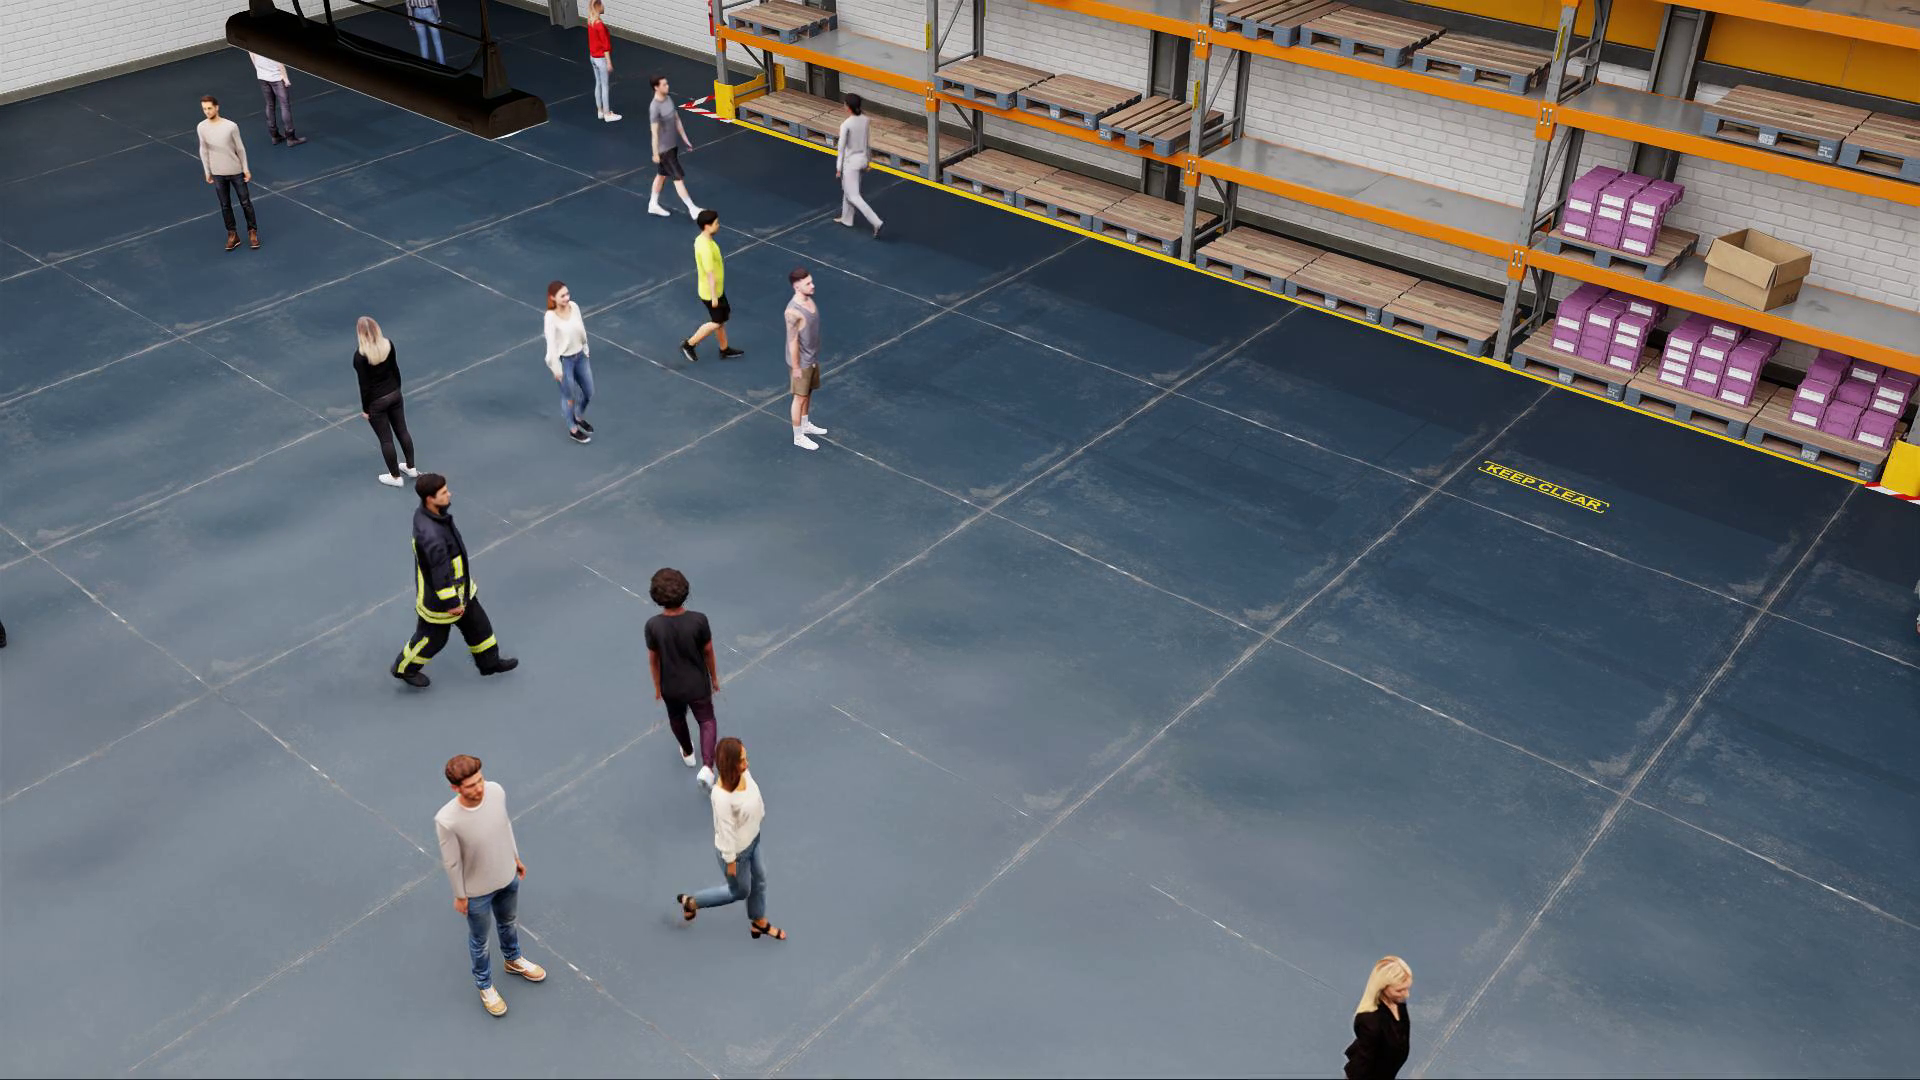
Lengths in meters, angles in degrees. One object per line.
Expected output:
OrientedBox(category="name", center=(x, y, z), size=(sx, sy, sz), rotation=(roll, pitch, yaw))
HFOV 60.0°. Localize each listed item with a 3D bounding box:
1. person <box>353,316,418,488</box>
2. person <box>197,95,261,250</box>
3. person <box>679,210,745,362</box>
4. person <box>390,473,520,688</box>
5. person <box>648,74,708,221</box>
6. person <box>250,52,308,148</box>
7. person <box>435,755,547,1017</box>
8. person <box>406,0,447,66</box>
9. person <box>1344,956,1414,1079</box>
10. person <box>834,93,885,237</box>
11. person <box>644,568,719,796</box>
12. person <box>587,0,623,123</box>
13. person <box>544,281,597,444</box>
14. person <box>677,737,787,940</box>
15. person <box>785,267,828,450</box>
OrientedBox(category="person", center=(-5.295, -1.277, 15.283), size=(0.562, 1.686, 0.638), rotation=(20, 38, 27))
OrientedBox(category="person", center=(-8.719, -4.389, 19.801), size=(0.746, 1.866, 0.782), rotation=(-6, 34, -9))
OrientedBox(category="person", center=(-2.657, -2.609, 17.282), size=(0.989, 1.691, 0.973), rotation=(-8, 34, -12))
OrientedBox(category="person", center=(-4.032, 0.346, 12.659), size=(1.298, 1.889, 1.286), rotation=(-5, 34, -7))
OrientedBox(category="person", center=(-3.707, -4.840, 20.508), size=(1.245, 1.836, 0.987), rotation=(8, 34, 12))
OrientedBox(category="person", center=(-9.415, -6.320, 22.739), size=(0.611, 1.830, 0.787), rotation=(14, 36, 20))
OrientedBox(category="person", center=(-2.882, 2.040, 10.096), size=(0.586, 1.904, 0.656), rotation=(22, 40, 30))
OrientedBox(category="person", center=(-8.028, -7.804, 25.004), size=(0.692, 1.796, 0.731), rotation=(-6, 34, -9))
OrientedBox(category="person", center=(2.175, 2.887, 8.879), size=(0.594, 1.841, 0.652), rotation=(18, 38, 25))
OrientedBox(category="person", center=(-1.228, -4.519, 20.141), size=(1.086, 1.707, 0.666), rotation=(23, 40, 30))
OrientedBox(category="person", center=(-1.950, 1.023, 11.758), size=(0.978, 1.757, 1.095), rotation=(-7, 34, -10))
OrientedBox(category="person", center=(-5.104, -6.812, 23.594), size=(0.720, 1.704, 0.529), rotation=(-23, 40, -30))
OrientedBox(category="person", center=(-3.808, -1.725, 15.956), size=(0.564, 1.687, 0.651), rotation=(22, 39, 29))
OrientedBox(category="person", center=(-1.476, 1.905, 10.518), size=(1.037, 1.661, 0.886), rotation=(7, 34, 10))
OrientedBox(category="person", center=(-1.495, -1.762, 15.934), size=(0.711, 1.844, 0.710), rotation=(8, 34, 12))
